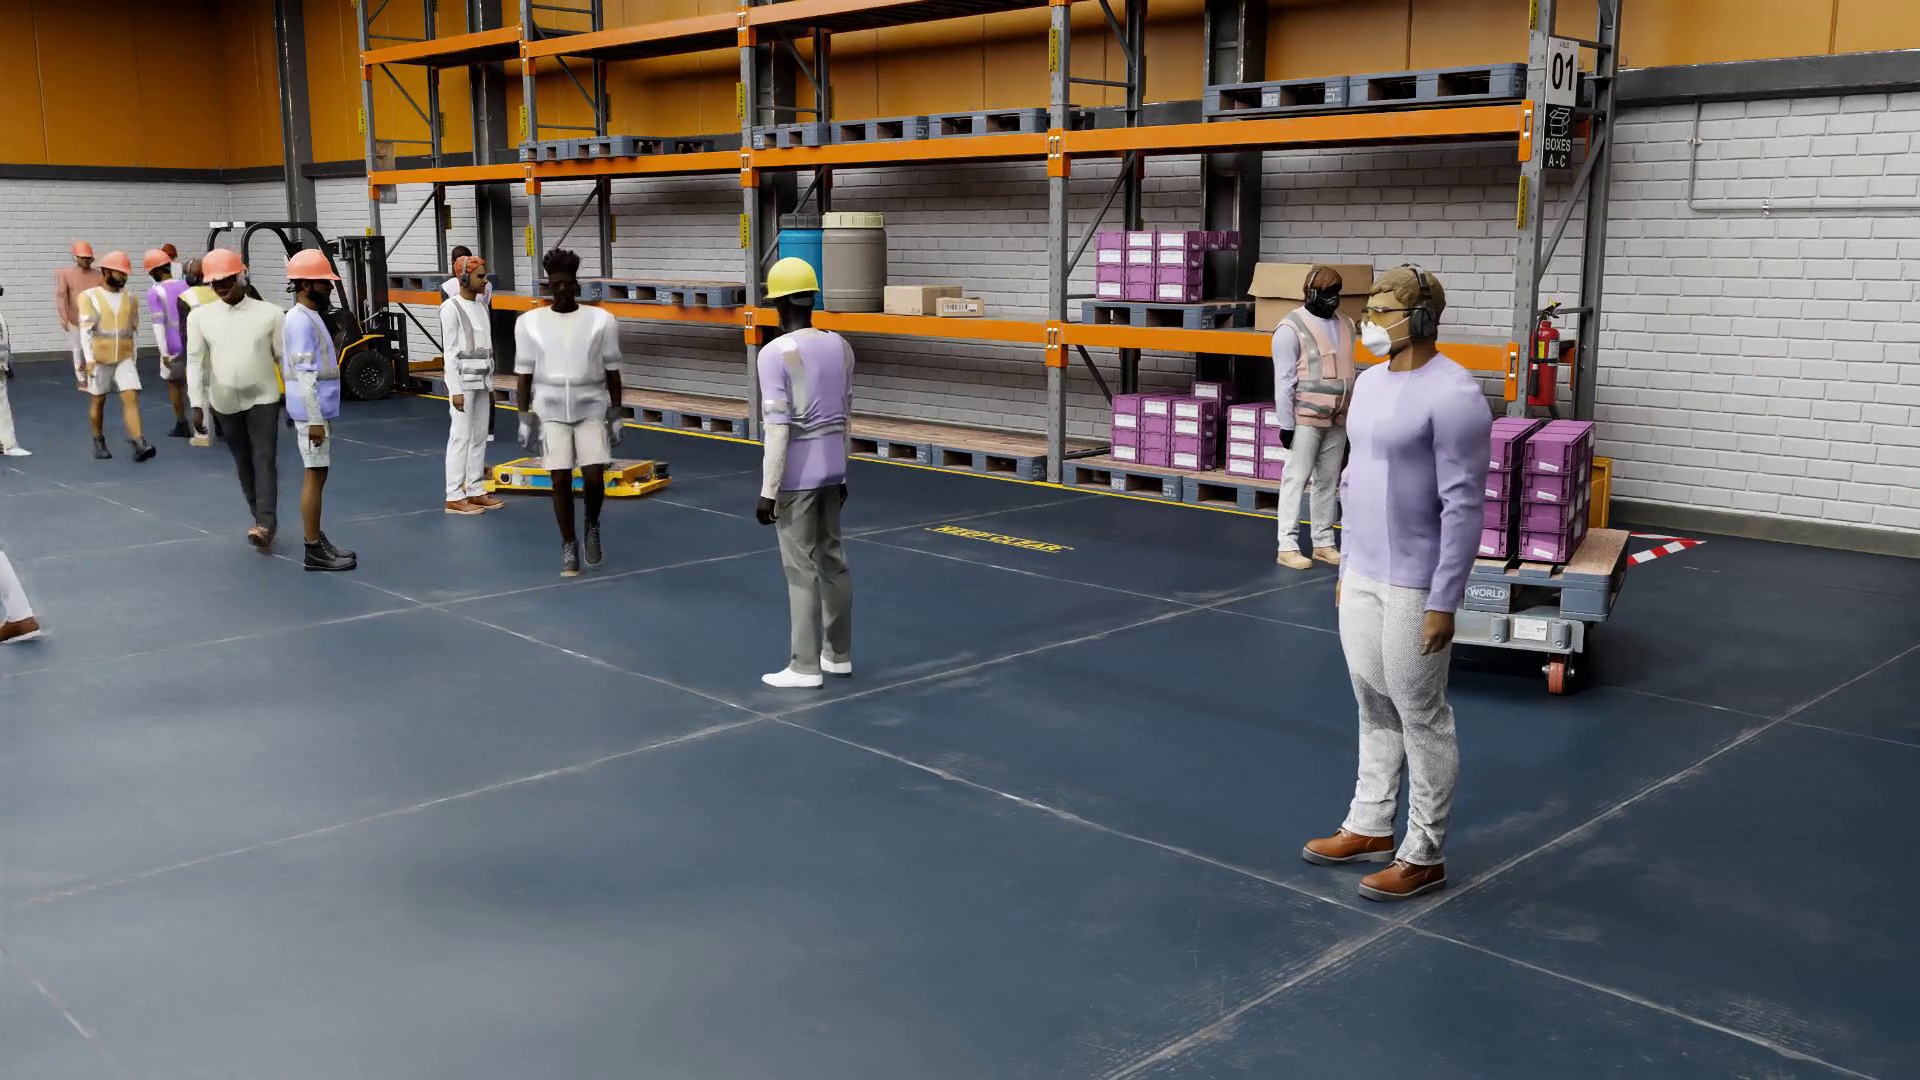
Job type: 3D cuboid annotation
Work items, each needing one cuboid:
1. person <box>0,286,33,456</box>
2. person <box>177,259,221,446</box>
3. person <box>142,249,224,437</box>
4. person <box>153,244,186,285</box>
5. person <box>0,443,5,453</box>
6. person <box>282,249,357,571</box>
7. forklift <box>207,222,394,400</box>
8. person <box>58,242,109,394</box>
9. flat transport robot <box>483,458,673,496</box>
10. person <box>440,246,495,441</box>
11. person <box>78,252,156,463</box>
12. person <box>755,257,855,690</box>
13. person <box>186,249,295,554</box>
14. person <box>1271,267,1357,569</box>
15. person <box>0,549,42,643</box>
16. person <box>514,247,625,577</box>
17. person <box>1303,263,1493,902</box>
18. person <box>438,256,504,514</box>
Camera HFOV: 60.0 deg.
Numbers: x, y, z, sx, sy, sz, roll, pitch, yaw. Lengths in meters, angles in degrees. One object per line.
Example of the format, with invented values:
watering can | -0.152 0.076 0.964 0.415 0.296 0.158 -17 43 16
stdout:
person | -8.931 -1.562 15.230 0.692 1.608 0.532 0 10 -1
person | -7.081 -1.760 15.794 0.872 1.809 0.629 8 13 36
person | -7.658 -1.921 16.440 0.829 1.889 0.623 7 13 34
person | -12.523 -3.764 26.496 0.584 1.883 0.345 -8 13 -38
person | -9.226 -1.680 15.296 0.754 1.837 0.556 0 10 1
person | -3.886 -0.780 10.079 0.357 1.937 0.551 -3 11 -18
forklift | -8.169 -2.758 20.163 2.313 2.155 1.214 -10 14 -44
person | -11.310 -2.870 21.501 0.618 1.946 1.052 -7 12 -33
flat transport robot | -3.067 -0.512 13.164 1.431 0.197 0.652 2 11 13
person | -4.792 -1.899 16.234 0.394 1.920 0.587 7 12 33
person | -7.555 -1.623 14.849 1.039 1.865 0.578 10 14 43
person | -0.708 -0.291 7.448 0.381 1.923 0.591 7 12 33
person | -4.618 -0.892 10.708 0.635 1.925 1.046 -3 11 -15
person | 2.180 -0.738 10.154 0.619 1.836 0.430 -7 13 -34
person | -5.063 -0.356 8.116 1.023 1.816 0.503 0 10 2
person | -2.308 -0.742 9.831 0.624 1.947 0.423 -2 11 -9
person | 1.347 0.130 5.116 0.368 1.939 0.632 -4 11 -18
person | -3.576 -1.125 12.147 0.340 1.876 0.574 2 11 13
